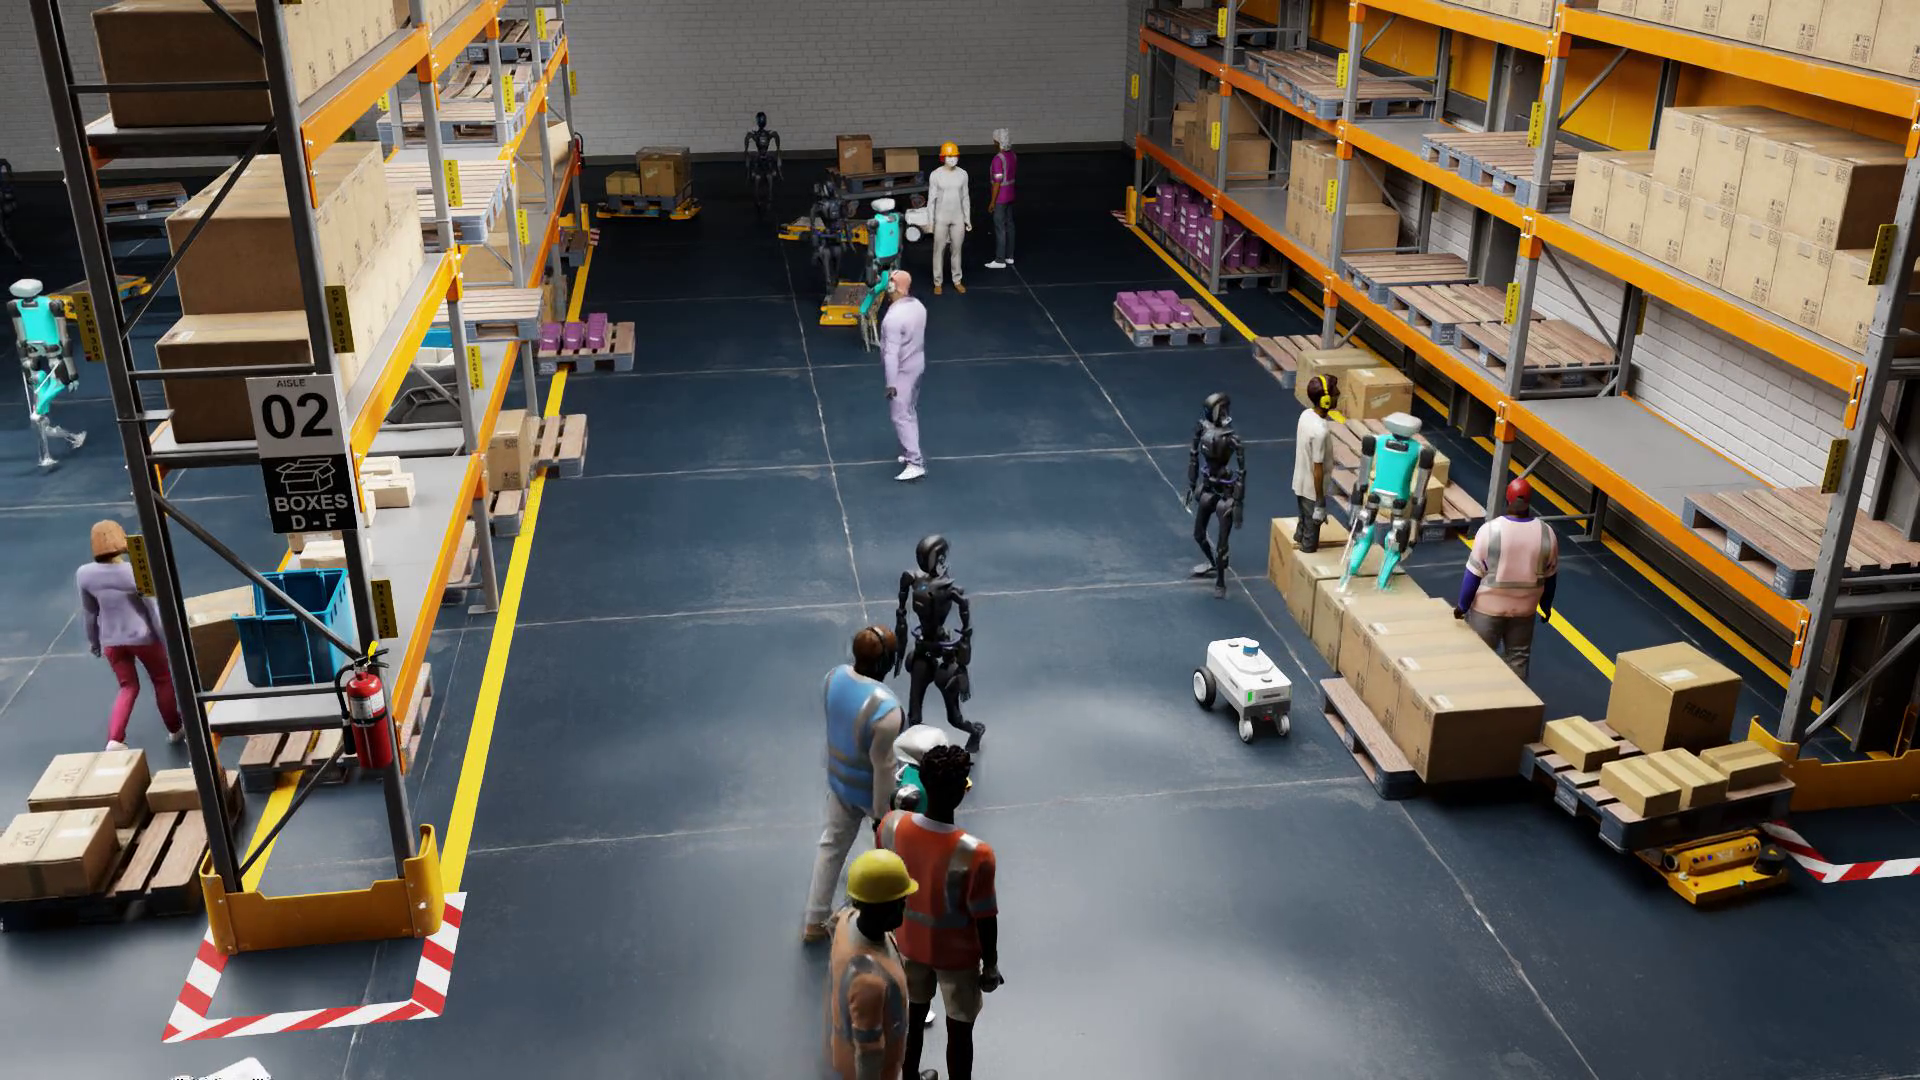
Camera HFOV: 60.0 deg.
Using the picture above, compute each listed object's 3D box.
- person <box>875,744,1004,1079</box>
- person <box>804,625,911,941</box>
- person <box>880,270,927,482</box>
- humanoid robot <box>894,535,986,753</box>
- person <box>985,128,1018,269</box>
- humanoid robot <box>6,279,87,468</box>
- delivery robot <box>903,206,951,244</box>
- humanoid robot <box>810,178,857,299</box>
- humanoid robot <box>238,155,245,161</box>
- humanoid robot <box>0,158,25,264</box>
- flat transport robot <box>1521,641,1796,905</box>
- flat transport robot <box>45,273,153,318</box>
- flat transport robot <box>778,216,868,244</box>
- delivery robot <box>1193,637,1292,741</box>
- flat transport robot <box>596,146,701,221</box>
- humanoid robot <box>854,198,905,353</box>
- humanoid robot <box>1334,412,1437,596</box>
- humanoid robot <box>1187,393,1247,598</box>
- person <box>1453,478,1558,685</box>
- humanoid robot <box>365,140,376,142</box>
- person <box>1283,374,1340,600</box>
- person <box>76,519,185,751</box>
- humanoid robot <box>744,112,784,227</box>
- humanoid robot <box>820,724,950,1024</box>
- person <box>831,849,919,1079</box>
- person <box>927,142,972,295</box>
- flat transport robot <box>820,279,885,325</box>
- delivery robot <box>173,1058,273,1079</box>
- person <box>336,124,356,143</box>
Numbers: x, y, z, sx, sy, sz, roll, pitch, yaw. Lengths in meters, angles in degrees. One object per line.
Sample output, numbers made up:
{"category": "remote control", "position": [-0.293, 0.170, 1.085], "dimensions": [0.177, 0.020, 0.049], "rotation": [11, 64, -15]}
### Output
{"category": "person", "position": [-0.085, 1.797, 7.475], "dimensions": [0.611, 1.963, 0.362], "rotation": [14, 27, 28]}
{"category": "person", "position": [-0.465, 1.276, 8.892], "dimensions": [0.979, 1.782, 0.628], "rotation": [-18, 30, -36]}
{"category": "person", "position": [-0.492, -1.504, 15.134], "dimensions": [0.520, 1.868, 0.739], "rotation": [9, 25, 19]}
{"category": "humanoid robot", "position": [-0.107, 0.703, 10.380], "dimensions": [0.593, 1.648, 0.724], "rotation": [16, 29, 33]}
{"category": "person", "position": [0.550, -4.528, 22.030], "dimensions": [0.340, 1.847, 0.507], "rotation": [13, 27, 28]}
{"category": "humanoid robot", "position": [-8.456, -1.475, 15.264], "dimensions": [0.555, 1.755, 1.080], "rotation": [3, 24, 6]}
{"category": "delivery robot", "position": [-0.431, -4.505, 23.594], "dimensions": [0.802, 0.601, 0.499], "rotation": [2, 24, 4]}
{"category": "humanoid robot", "position": [-1.553, -3.579, 20.129], "dimensions": [0.602, 1.639, 0.655], "rotation": [-12, 26, -26]}
{"category": "humanoid robot", "position": [-9.516, -4.712, 22.687], "dimensions": [0.538, 1.838, 0.797], "rotation": [-14, 27, -29]}
{"category": "humanoid robot", "position": [-12.893, -4.540, 22.343], "dimensions": [0.745, 1.655, 0.589], "rotation": [14, 27, 29]}
{"category": "flat transport robot", "position": [4.160, 1.646, 9.927], "dimensions": [0.659, 0.231, 1.431], "rotation": [-8, 25, -17]}
{"category": "flat transport robot", "position": [-10.696, -3.020, 20.558], "dimensions": [0.659, 0.231, 1.431], "rotation": [4, 24, 10]}
{"category": "flat transport robot", "position": [-1.811, -4.414, 23.734], "dimensions": [1.431, 0.231, 0.659], "rotation": [6, 24, 13]}
{"category": "delivery robot", "position": [1.924, 0.956, 11.160], "dimensions": [0.499, 0.607, 0.808], "rotation": [-7, 25, -15]}
{"category": "flat transport robot", "position": [-4.694, -5.004, 25.079], "dimensions": [1.431, 0.231, 0.659], "rotation": [2, 24, 5]}
{"category": "humanoid robot", "position": [-0.986, -2.941, 18.610], "dimensions": [0.712, 1.840, 0.537], "rotation": [21, 31, 39]}
{"category": "humanoid robot", "position": [2.910, 0.039, 11.825], "dimensions": [0.556, 1.774, 0.940], "rotation": [17, 29, 33]}
{"category": "humanoid robot", "position": [2.011, -0.376, 12.794], "dimensions": [0.473, 1.645, 0.611], "rotation": [-16, 29, -33]}
{"category": "person", "position": [3.555, 0.422, 10.873], "dimensions": [0.623, 1.750, 0.419], "rotation": [1, 24, 1]}
{"category": "humanoid robot", "position": [-7.681, -4.546, 22.302], "dimensions": [0.595, 1.634, 0.545], "rotation": [17, 29, 33]}
{"category": "person", "position": [2.661, -0.347, 12.472], "dimensions": [0.327, 1.876, 0.515], "rotation": [-1, 24, -3]}
{"category": "person", "position": [-5.274, 0.661, 10.504], "dimensions": [0.542, 1.602, 0.686], "rotation": [1, 24, 1]}
{"category": "humanoid robot", "position": [-2.885, -5.420, 24.303], "dimensions": [0.585, 1.642, 0.436], "rotation": [-8, 25, -17]}
{"category": "humanoid robot", "position": [-0.369, 1.641, 8.027], "dimensions": [0.698, 1.725, 0.542], "rotation": [11, 26, 23]}
{"category": "person", "position": [-0.389, 2.108, 6.877], "dimensions": [0.820, 1.906, 0.592], "rotation": [-3, 24, -7]}
{"category": "person", "position": [-0.138, -4.032, 20.840], "dimensions": [0.568, 1.898, 0.350], "rotation": [-7, 25, -15]}
{"category": "flat transport robot", "position": [-1.300, -2.890, 20.261], "dimensions": [0.659, 0.231, 1.431], "rotation": [1, 24, 2]}
{"category": "delivery robot", "position": [-3.384, 2.626, 7.330], "dimensions": [0.769, 0.587, 0.499], "rotation": [-21, 31, -39]}
{"category": "person", "position": [-9.660, -6.180, 26.109], "dimensions": [0.799, 1.586, 0.501], "rotation": [-4, 24, -8]}
